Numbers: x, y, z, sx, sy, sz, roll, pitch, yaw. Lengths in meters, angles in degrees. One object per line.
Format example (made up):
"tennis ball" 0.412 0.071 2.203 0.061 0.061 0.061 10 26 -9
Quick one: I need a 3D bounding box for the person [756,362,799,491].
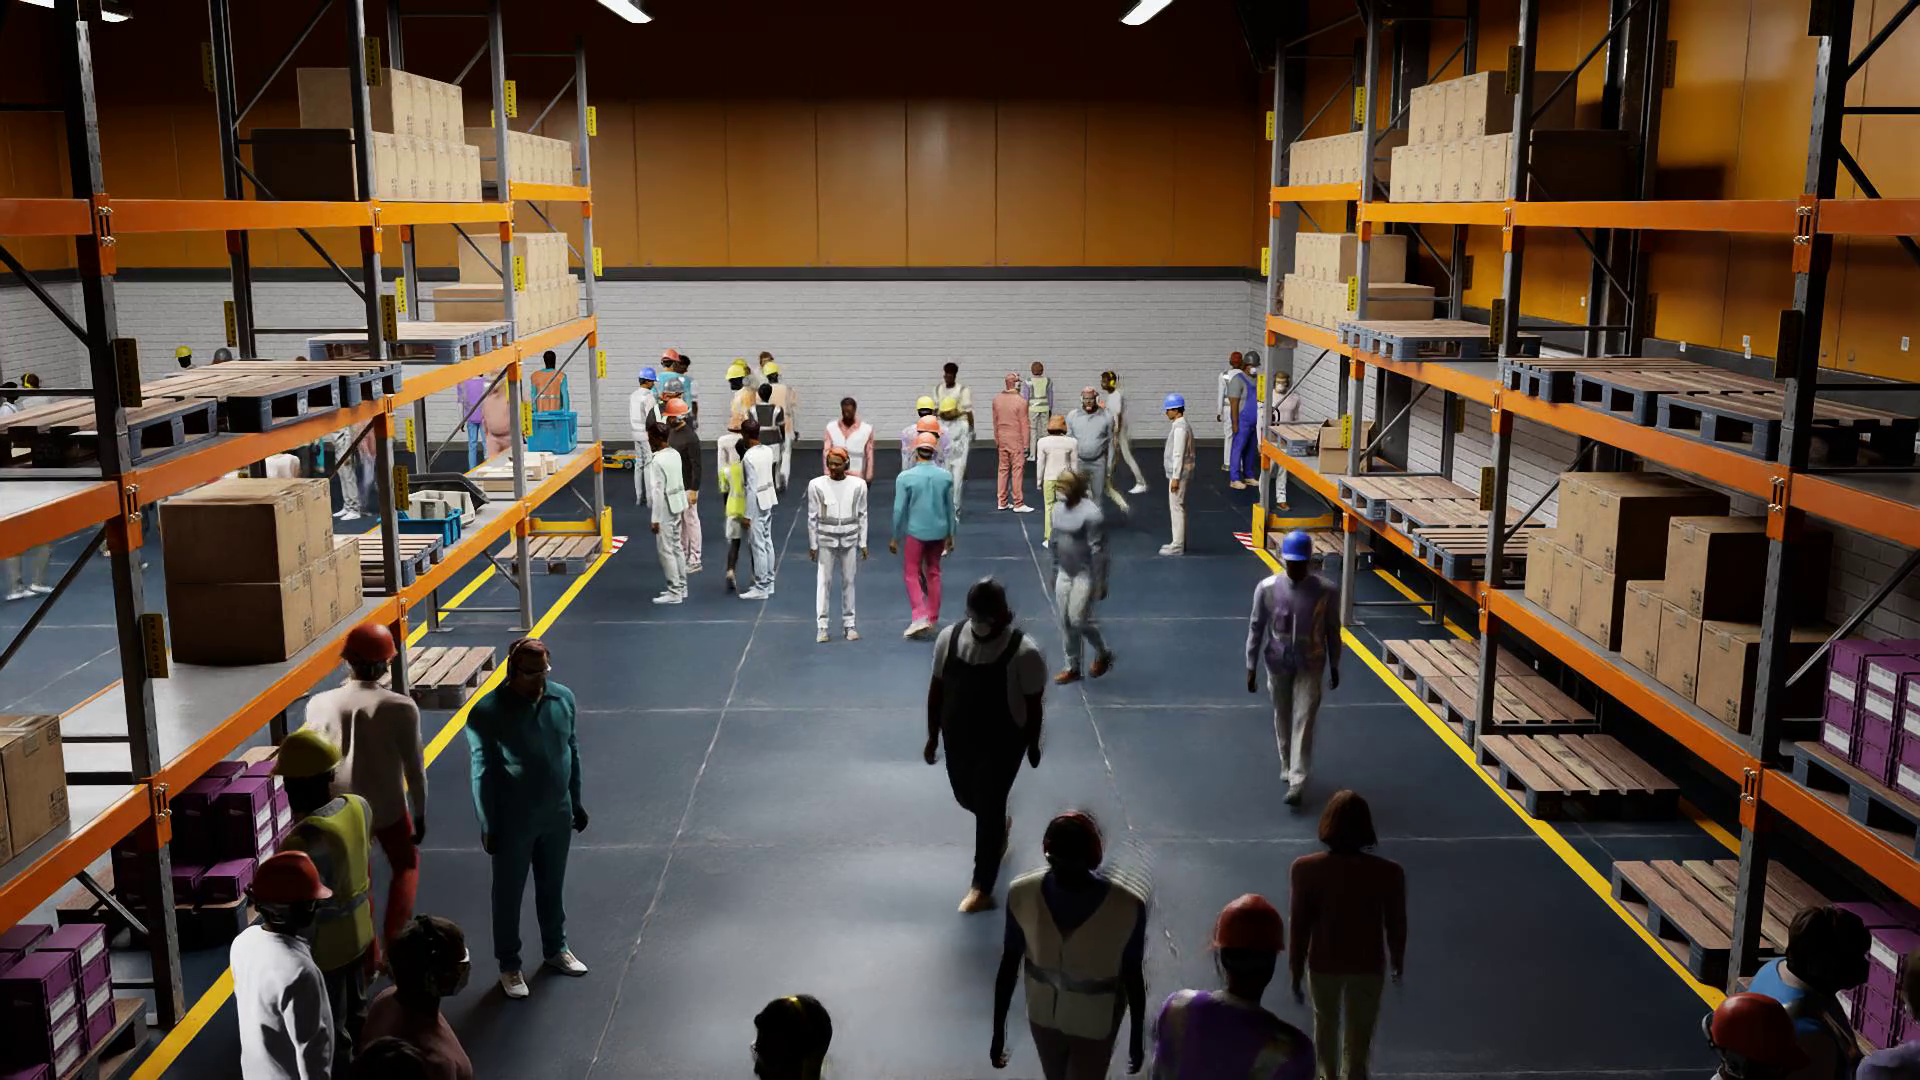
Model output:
"person" -2.641 -1.623 24.125 0.623 1.900 0.662 -2 11 -8

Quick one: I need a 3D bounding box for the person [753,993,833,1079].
"person" -0.460 2.219 4.947 0.350 1.868 0.530 -9 14 -37

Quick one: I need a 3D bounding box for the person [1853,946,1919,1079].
"person" 3.035 2.176 5.133 0.617 1.893 0.930 2 11 9

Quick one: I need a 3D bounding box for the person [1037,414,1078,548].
"person" 1.182 -0.718 20.255 0.504 1.632 0.287 0 11 0

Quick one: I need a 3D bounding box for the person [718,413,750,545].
"person" -2.712 -0.748 20.406 0.509 1.632 0.267 -1 11 -3

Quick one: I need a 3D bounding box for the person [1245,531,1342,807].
"person" 2.327 0.866 11.636 0.641 1.898 0.985 3 12 17

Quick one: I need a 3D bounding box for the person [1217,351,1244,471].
"person" 4.335 -2.023 26.165 0.579 1.885 0.342 0 11 0

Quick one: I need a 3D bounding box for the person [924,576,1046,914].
"person" 0.183 1.118 10.025 0.684 2.000 0.932 6 13 28

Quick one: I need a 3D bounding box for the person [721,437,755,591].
"person" -2.346 -0.293 18.022 0.526 1.666 0.787 1 11 5

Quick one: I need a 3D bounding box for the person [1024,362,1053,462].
"person" 1.274 -2.091 27.129 0.512 1.639 0.311 -3 12 -16

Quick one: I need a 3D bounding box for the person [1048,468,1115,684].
"person" 1.028 0.318 14.359 0.514 1.916 0.681 -9 14 -38

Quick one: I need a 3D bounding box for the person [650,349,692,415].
"person" -4.287 -1.811 24.731 0.611 2.032 0.401 0 11 0

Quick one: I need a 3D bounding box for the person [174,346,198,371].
"person" -12.412 -2.173 26.837 0.381 1.917 0.584 -4 12 -20

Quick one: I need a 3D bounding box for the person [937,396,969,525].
"person" -0.118 -1.025 21.599 0.493 1.717 0.425 3 12 13

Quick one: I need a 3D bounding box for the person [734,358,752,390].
"person" -3.473 -2.046 26.657 0.335 1.734 0.489 -1 11 -4

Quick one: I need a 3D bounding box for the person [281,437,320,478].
"person" -8.877 -1.256 22.161 0.647 1.939 0.990 -4 12 -19

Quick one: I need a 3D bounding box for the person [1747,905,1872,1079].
"person" 2.828 2.099 5.608 0.429 1.842 0.632 3 12 16

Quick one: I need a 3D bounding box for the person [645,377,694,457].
"person" -3.538 -1.026 20.777 0.689 2.000 0.539 7 13 31

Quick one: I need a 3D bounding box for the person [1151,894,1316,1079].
"person" 0.913 2.097 5.531 0.553 1.867 0.957 10 15 40

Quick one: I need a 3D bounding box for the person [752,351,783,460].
"person" -3.154 -2.188 27.202 0.578 1.794 0.823 -8 14 -36

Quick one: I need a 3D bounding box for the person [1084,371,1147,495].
"person" 2.296 -1.540 23.990 0.953 1.803 0.532 -4 12 -19

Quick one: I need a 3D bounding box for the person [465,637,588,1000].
"person" -2.249 1.437 8.780 0.407 1.902 0.638 10 15 42

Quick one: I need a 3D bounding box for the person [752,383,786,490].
"person" -2.732 -1.378 23.487 0.537 1.673 0.786 0 11 -2

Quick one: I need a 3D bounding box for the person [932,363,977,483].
"person" -0.072 -1.685 24.501 0.647 1.898 0.937 8 14 33

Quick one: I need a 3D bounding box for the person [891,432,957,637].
"person" -0.304 -0.050 16.089 0.668 1.959 0.689 -5 12 -24

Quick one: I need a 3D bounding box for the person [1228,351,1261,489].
"person" 4.288 -1.782 24.565 0.684 2.000 0.535 -10 15 -42

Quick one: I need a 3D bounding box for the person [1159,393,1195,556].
"person" 2.585 -0.781 19.832 0.421 1.932 0.624 2 11 8

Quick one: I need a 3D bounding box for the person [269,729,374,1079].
"person" -2.731 1.743 7.172 0.361 1.929 0.587 1 11 7

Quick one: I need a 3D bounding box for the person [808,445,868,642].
"person" -1.161 0.033 15.865 0.575 1.883 0.362 -2 11 -11

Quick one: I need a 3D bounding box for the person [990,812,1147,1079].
"person" 0.441 1.923 6.622 0.587 1.799 0.980 5 12 23

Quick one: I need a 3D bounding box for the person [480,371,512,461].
"person" -6.422 -1.413 23.155 0.657 1.866 0.944 1 11 7

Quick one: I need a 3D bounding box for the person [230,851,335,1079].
"person" -2.503 2.012 6.271 0.563 1.748 0.339 11 16 43

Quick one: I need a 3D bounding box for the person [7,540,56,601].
"person" -9.856 -0.317 17.582 0.620 1.892 0.615 4 12 19

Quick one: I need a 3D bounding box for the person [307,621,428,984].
"person" -3.109 1.402 8.772 0.626 1.977 0.424 -1 11 -4

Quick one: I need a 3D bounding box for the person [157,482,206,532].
"person" -8.138 -0.296 17.375 0.357 1.938 0.543 8 14 34

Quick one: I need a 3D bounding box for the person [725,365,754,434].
"person" -3.133 -1.536 23.652 0.430 1.911 0.621 -4 12 -21

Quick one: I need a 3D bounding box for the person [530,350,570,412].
"person" -6.377 -1.990 25.922 0.597 1.916 0.372 1 11 7

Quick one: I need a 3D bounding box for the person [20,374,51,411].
"person" -12.739 -1.364 22.936 0.392 1.863 0.534 3 12 15

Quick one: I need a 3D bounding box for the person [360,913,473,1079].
"person" -1.706 2.115 5.319 0.376 1.929 0.626 -6 13 -29

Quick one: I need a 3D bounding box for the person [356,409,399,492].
"person" -8.364 -1.478 23.889 0.581 1.703 0.903 -5 12 -24

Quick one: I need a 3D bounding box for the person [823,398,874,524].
"person" -1.345 -0.798 20.101 0.587 1.859 1.069 2 12 11

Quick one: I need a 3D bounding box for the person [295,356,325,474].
"person" -10.143 -1.935 25.835 0.325 1.841 0.516 8 14 35

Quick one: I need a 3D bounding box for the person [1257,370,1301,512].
"person" 4.335 -1.348 22.655 0.632 1.936 0.359 -3 12 -14

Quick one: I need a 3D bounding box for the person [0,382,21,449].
"person" -13.322 -1.381 23.422 0.321 1.697 0.530 -4 12 -17

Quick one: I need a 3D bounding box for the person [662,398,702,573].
"person" -3.156 -0.617 18.855 0.391 1.989 0.610 -9 14 -37

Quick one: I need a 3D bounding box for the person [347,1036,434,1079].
"person" -1.540 2.289 4.717 0.436 1.829 0.626 8 14 35

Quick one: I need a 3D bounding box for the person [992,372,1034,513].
"person" 0.736 -1.328 22.618 0.407 1.913 0.641 -10 15 -42

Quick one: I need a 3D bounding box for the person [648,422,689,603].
"person" -3.054 -0.288 17.425 0.387 1.908 0.588 2 11 8

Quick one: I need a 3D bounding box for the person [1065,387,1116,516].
"person" 1.615 -0.969 20.830 0.651 1.906 0.401 2 11 8

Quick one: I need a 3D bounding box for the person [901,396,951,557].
"person" -0.397 -0.735 19.629 0.585 1.918 0.379 0 11 -1

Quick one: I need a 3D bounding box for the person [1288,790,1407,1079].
"person" 1.703 1.877 7.354 0.498 1.590 0.858 4 12 20

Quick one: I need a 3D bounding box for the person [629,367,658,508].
"person" -4.326 -1.416 22.991 0.397 1.939 0.602 -9 15 -39

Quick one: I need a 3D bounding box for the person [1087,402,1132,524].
"person" 1.853 -0.993 21.440 0.676 1.717 0.572 11 16 43

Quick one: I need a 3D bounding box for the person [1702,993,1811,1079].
"person" 2.402 2.229 5.179 0.327 1.752 0.563 9 15 39

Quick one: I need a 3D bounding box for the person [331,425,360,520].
"person" -8.210 -1.139 22.093 0.317 1.743 0.488 -8 14 -34

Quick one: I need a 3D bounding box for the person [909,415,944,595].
"person" -0.362 -0.375 17.803 0.388 1.929 0.547 0 11 -2

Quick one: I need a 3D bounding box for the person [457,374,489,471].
"person" -7.232 -1.810 25.020 0.591 1.916 0.389 0 11 0

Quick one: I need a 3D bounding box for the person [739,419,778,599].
"person" -2.140 -0.329 17.603 0.391 1.914 0.587 3 12 13
